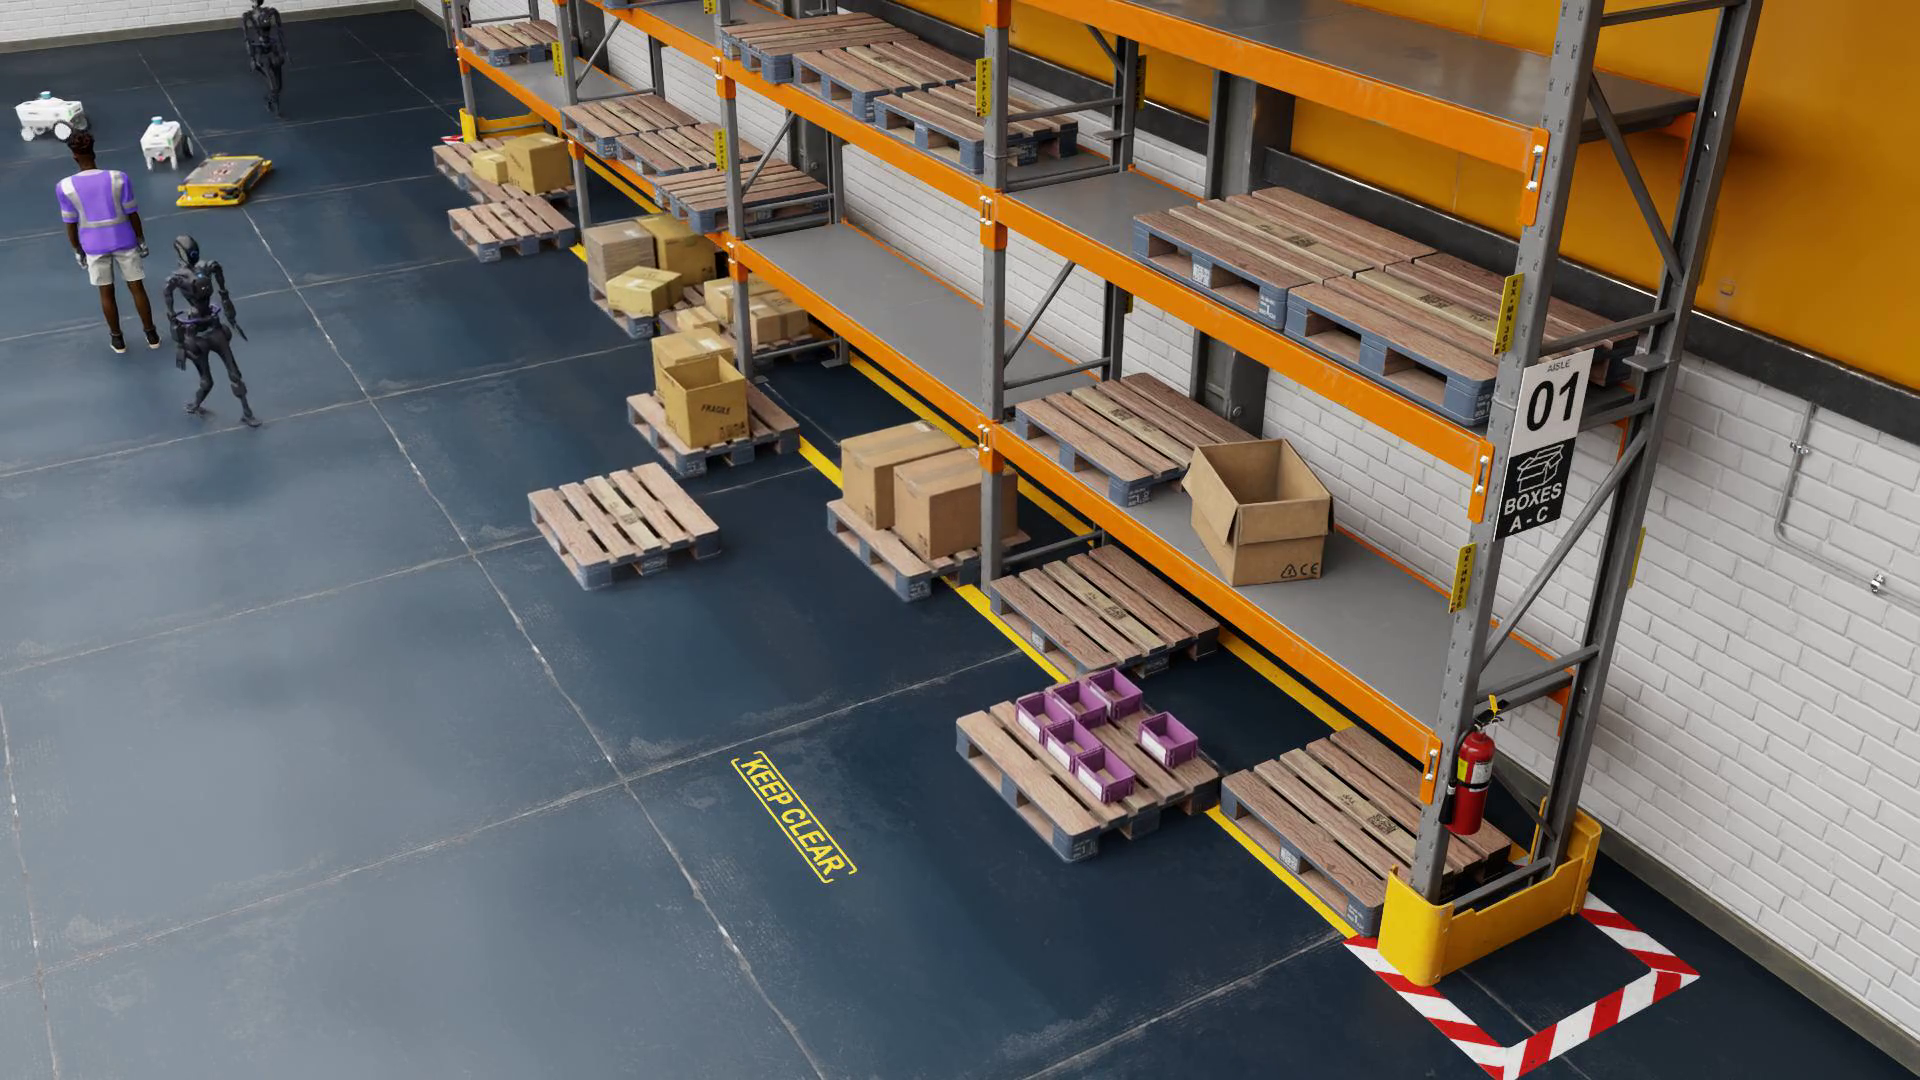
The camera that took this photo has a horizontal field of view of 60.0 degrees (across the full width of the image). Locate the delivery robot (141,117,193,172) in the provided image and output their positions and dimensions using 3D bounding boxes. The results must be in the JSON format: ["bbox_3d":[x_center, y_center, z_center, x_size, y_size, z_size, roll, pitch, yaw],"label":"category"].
[{"bbox_3d":[-9.393,-4.683,19.600,0.499,0.586,0.765,-7,30,-12],"label":"delivery robot"}]

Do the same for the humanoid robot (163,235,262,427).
[{"bbox_3d":[-5.996,-1.663,13.178,0.659,1.625,0.612,17,33,27],"label":"humanoid robot"}]

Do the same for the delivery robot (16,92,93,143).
[{"bbox_3d":[-11.222,-5.232,20.597,0.808,0.614,0.499,1,30,1],"label":"delivery robot"}]

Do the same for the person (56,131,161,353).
[{"bbox_3d":[-7.409,-2.579,14.474,0.602,1.958,0.377,-14,32,-23],"label":"person"}]

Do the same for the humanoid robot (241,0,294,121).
[{"bbox_3d":[-8.876,-6.209,21.191,0.692,1.640,0.586,21,35,32],"label":"humanoid robot"}]

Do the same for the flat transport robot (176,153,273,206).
[{"bbox_3d":[-8.326,-4.084,18.842,0.659,0.231,1.431,-3,30,-5],"label":"flat transport robot"}]
